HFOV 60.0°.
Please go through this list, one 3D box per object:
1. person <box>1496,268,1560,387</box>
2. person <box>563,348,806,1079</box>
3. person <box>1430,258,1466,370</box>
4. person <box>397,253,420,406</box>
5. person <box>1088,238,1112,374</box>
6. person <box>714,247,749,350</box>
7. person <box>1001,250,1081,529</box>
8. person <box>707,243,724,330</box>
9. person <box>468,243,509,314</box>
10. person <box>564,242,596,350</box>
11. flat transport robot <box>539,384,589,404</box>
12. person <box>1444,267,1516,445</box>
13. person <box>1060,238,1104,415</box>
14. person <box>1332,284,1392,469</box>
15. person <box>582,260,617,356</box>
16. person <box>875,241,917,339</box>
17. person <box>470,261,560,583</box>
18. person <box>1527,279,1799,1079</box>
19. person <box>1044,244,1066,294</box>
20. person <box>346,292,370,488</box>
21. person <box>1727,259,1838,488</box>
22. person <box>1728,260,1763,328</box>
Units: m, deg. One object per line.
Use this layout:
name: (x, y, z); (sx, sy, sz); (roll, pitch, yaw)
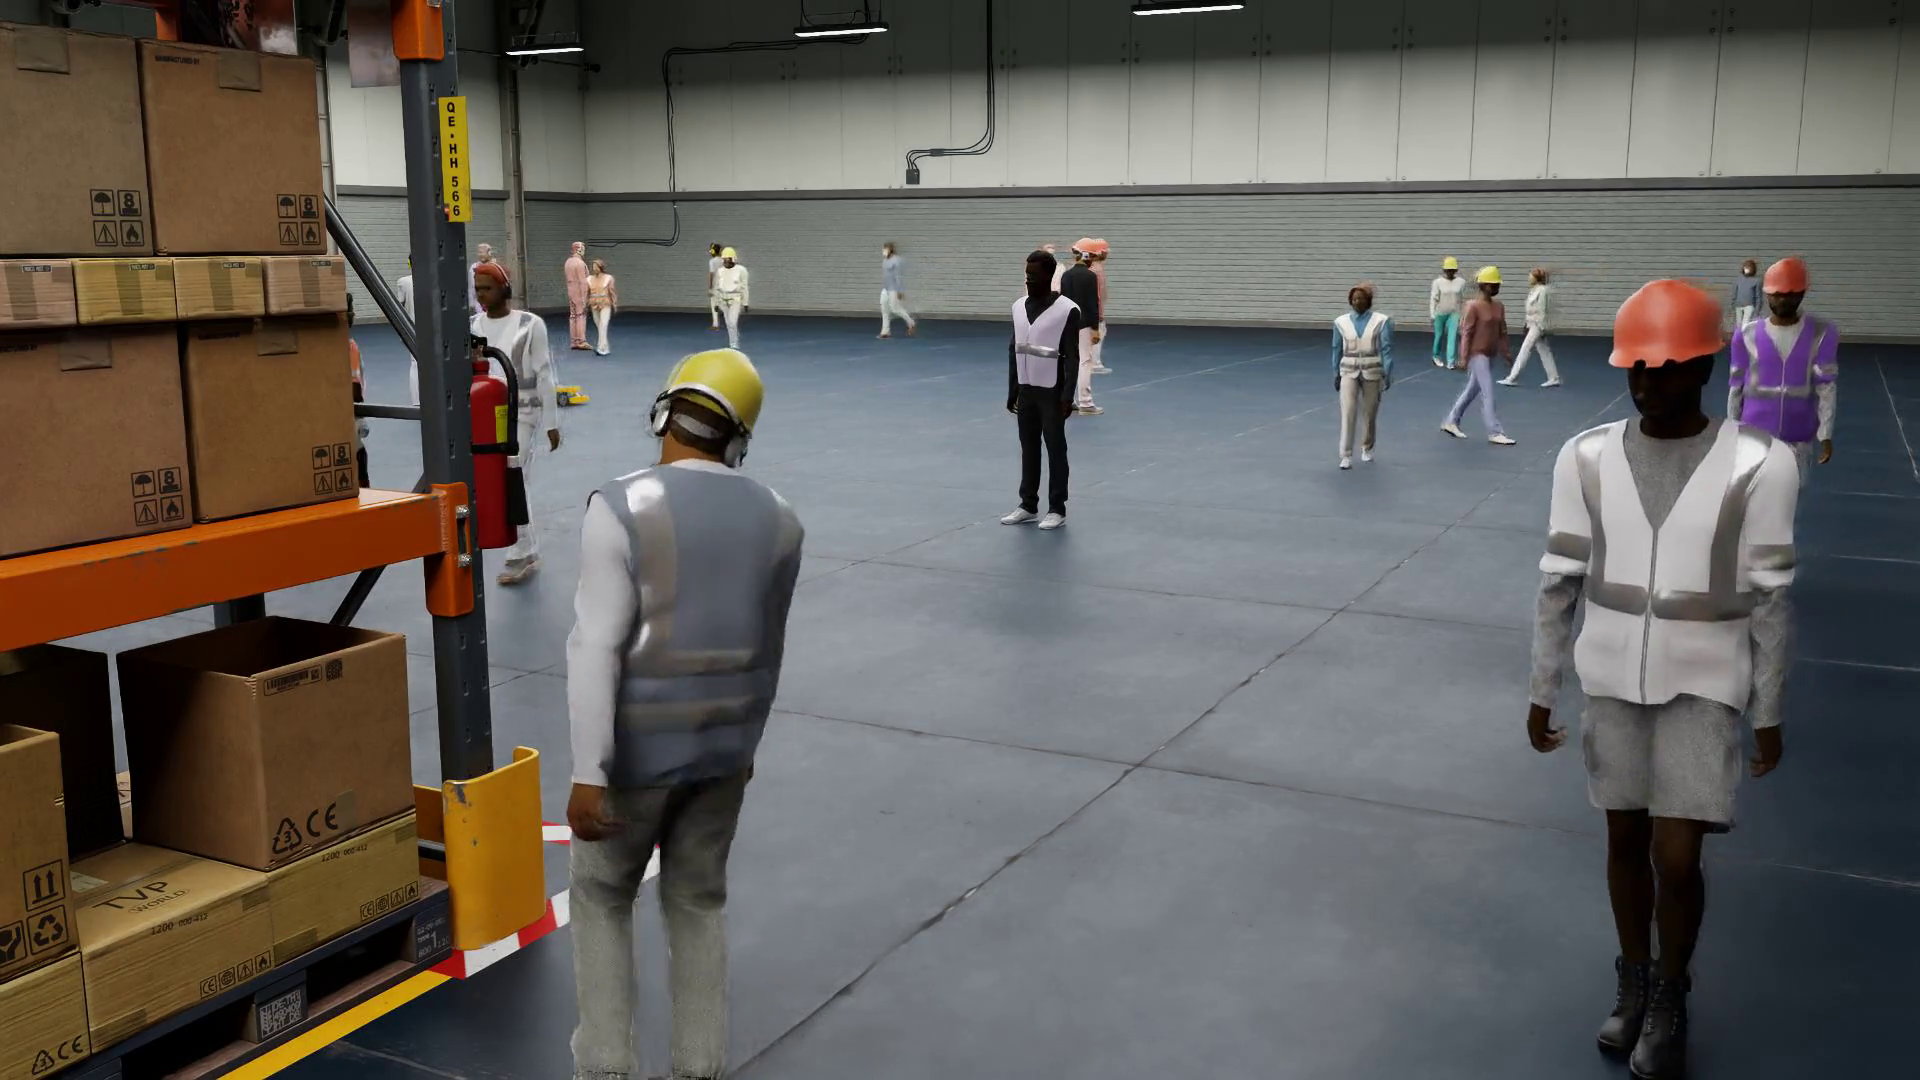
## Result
person: (7.658, -2.830, 22.189); (0.854, 1.591, 0.539); (1, 10, 8)
person: (-0.643, 0.463, 3.758); (0.669, 1.771, 0.451); (-9, 14, -41)
person: (7.405, -3.458, 25.363); (0.528, 1.694, 0.955); (1, 10, 4)
person: (-6.137, -2.383, 19.000); (0.517, 1.874, 0.328); (1, 10, 3)
person: (1.975, -3.408, 24.296); (0.480, 1.974, 0.639); (-1, 10, -7)
person: (-3.915, -4.017, 28.065); (0.616, 1.809, 0.618); (6, 12, 29)
person: (0.575, -1.041, 11.550); (0.587, 1.920, 0.392); (9, 14, 42)
person: (-5.135, -5.381, 35.391); (0.579, 1.855, 0.537); (6, 12, 30)
person: (-7.632, -3.835, 26.874); (0.667, 1.888, 0.428); (2, 11, 11)
person: (-6.721, -4.310, 29.419); (0.409, 1.908, 0.638); (-8, 13, -37)
flat transport robot: (-5.136, -1.692, 19.602); (0.652, 0.197, 1.431); (7, 13, 35)
person: (5.138, -1.823, 16.364); (0.539, 1.721, 0.907); (-8, 13, -37)
person: (1.380, -2.410, 18.843); (0.401, 1.984, 0.612); (-7, 12, -33)
person: (3.541, -1.457, 14.670); (0.514, 1.604, 0.826); (3, 11, 17)
person: (-6.049, -3.860, 27.784); (0.546, 1.588, 0.857); (2, 11, 12)
person: (-1.265, -4.891, 32.585); (0.797, 1.915, 0.633); (-7, 12, -33)
person: (-2.701, -0.679, 9.716); (0.611, 1.862, 0.688); (4, 11, 20)
person: (1.636, 0.350, 3.958); (0.573, 1.914, 0.581); (8, 13, 37)
person: (1.375, -3.696, 26.112); (0.669, 1.891, 0.481); (-4, 11, -20)
person: (-4.218, -0.846, 11.189); (0.816, 1.663, 0.536); (-9, 14, -41)
person: (4.605, -0.623, 9.362); (0.548, 1.882, 0.992); (4, 11, 22)
person: (13.537, -4.010, 28.581); (0.765, 1.608, 0.490); (-9, 13, -39)
